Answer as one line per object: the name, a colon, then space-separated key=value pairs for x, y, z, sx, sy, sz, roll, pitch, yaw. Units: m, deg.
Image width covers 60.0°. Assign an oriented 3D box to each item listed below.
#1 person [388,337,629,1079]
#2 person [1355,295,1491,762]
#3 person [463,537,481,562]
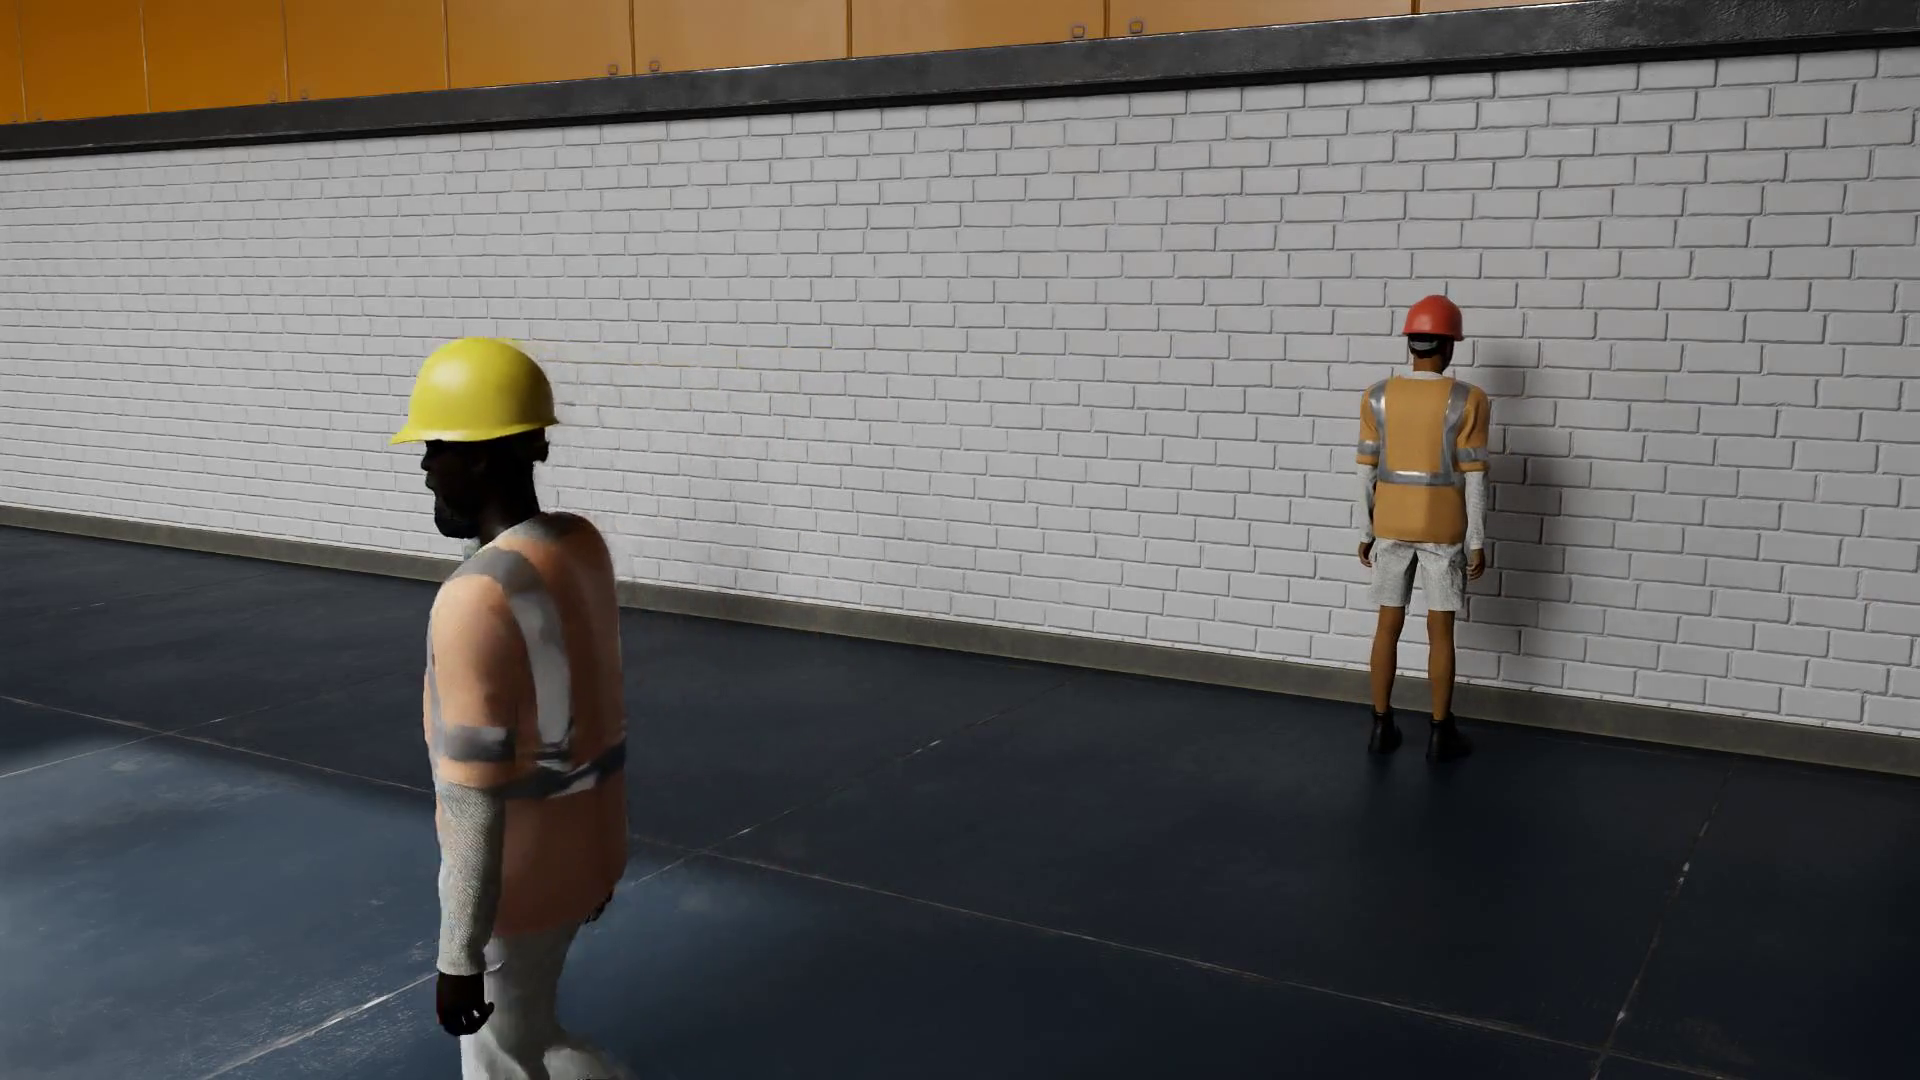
person: x=-0.749 y=0.594 z=3.003 sx=0.535 sy=1.913 sz=0.607 roll=1 pitch=9 yaw=6
person: x=1.936 y=-0.048 z=6.953 sx=0.552 sy=1.932 sz=0.377 roll=6 pitch=11 yaw=32
person: x=-2.238 y=-0.055 z=8.063 sx=0.792 sy=1.575 sz=0.513 roll=-2 pitch=9 yaw=-11
